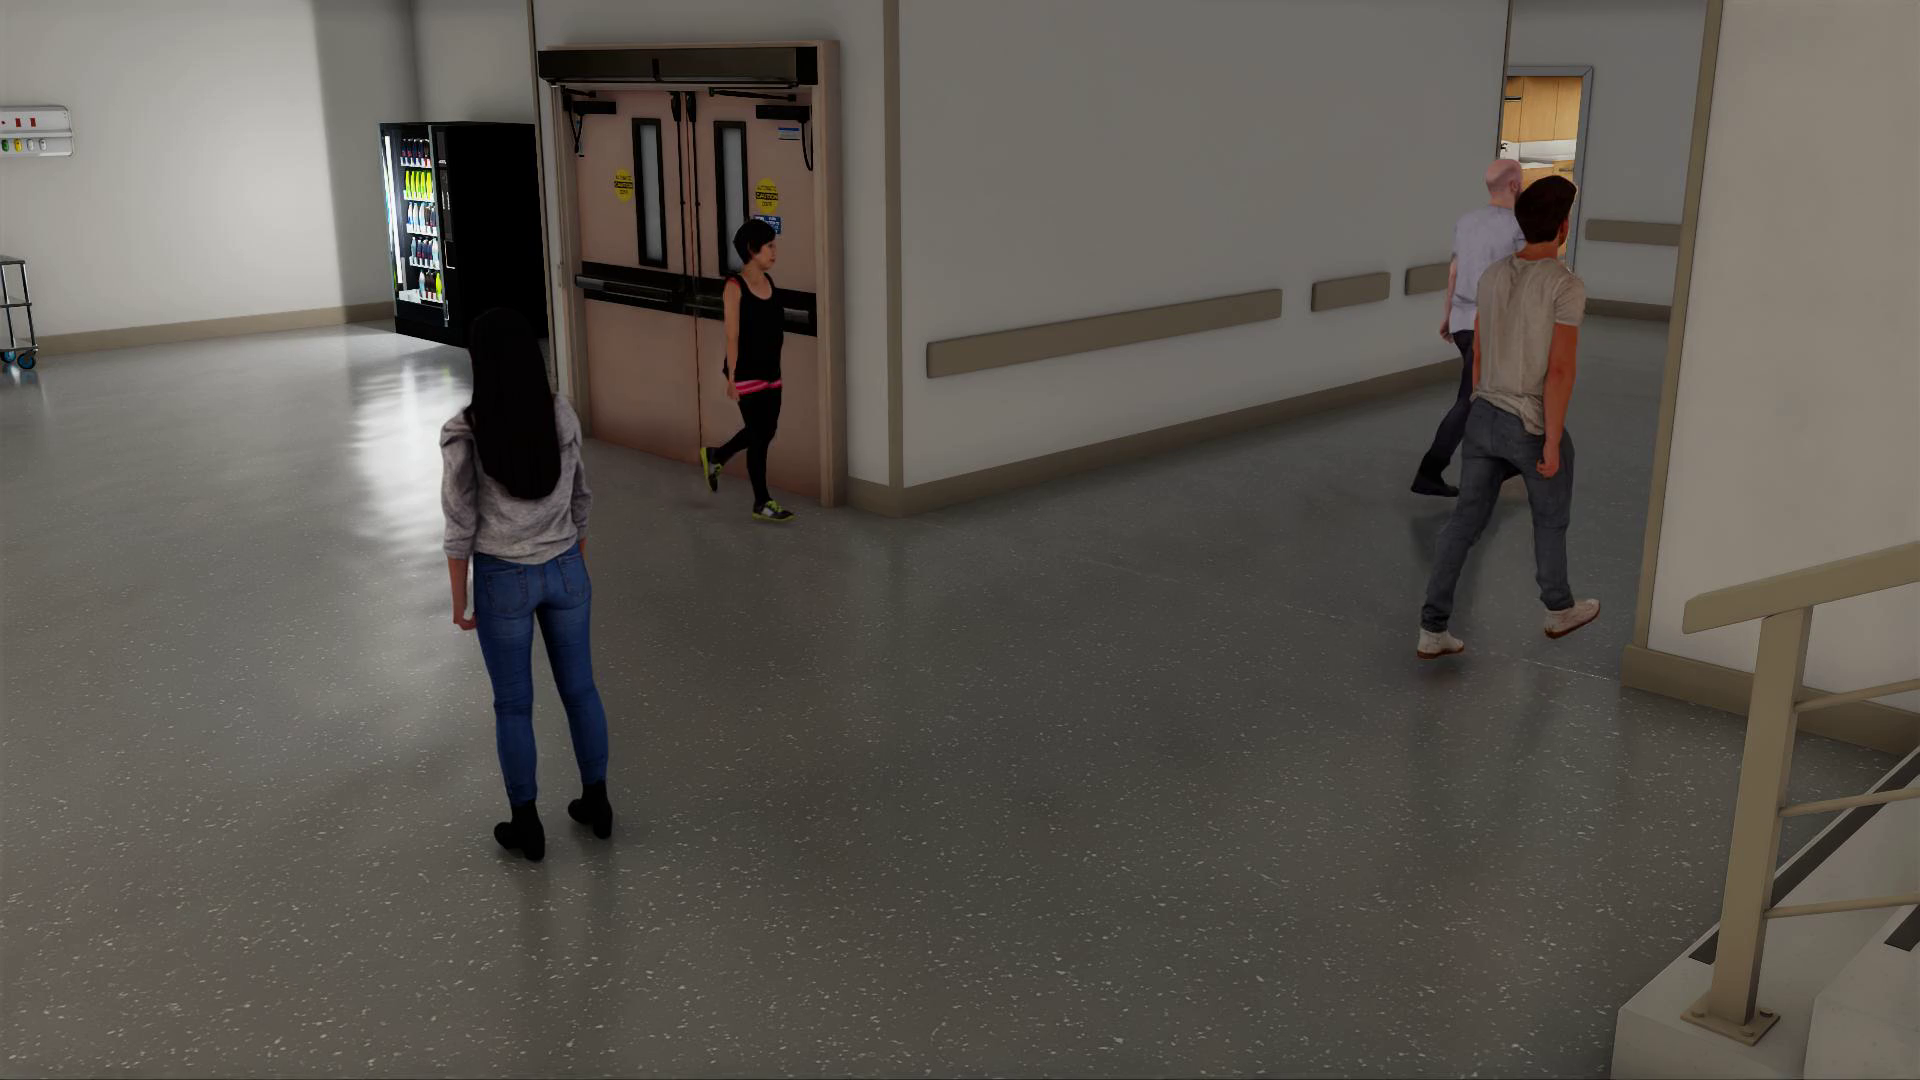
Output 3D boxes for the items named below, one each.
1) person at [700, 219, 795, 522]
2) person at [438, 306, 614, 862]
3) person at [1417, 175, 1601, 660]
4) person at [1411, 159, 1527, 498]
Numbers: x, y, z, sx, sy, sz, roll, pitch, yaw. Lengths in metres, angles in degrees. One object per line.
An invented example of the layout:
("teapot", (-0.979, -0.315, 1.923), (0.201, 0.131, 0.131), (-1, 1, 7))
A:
("person", (-1.125, -0.872, 8.607), (0.957, 1.529, 0.707), (9, 18, 29))
("person", (-1.252, 0.129, 4.878), (0.617, 1.626, 0.537), (-13, 20, -38))
("person", (2.060, -0.403, 6.359), (0.834, 1.847, 1.171), (-12, 20, -37))
("person", (2.725, -1.081, 8.887), (1.016, 1.781, 1.244), (-7, 17, -24))
